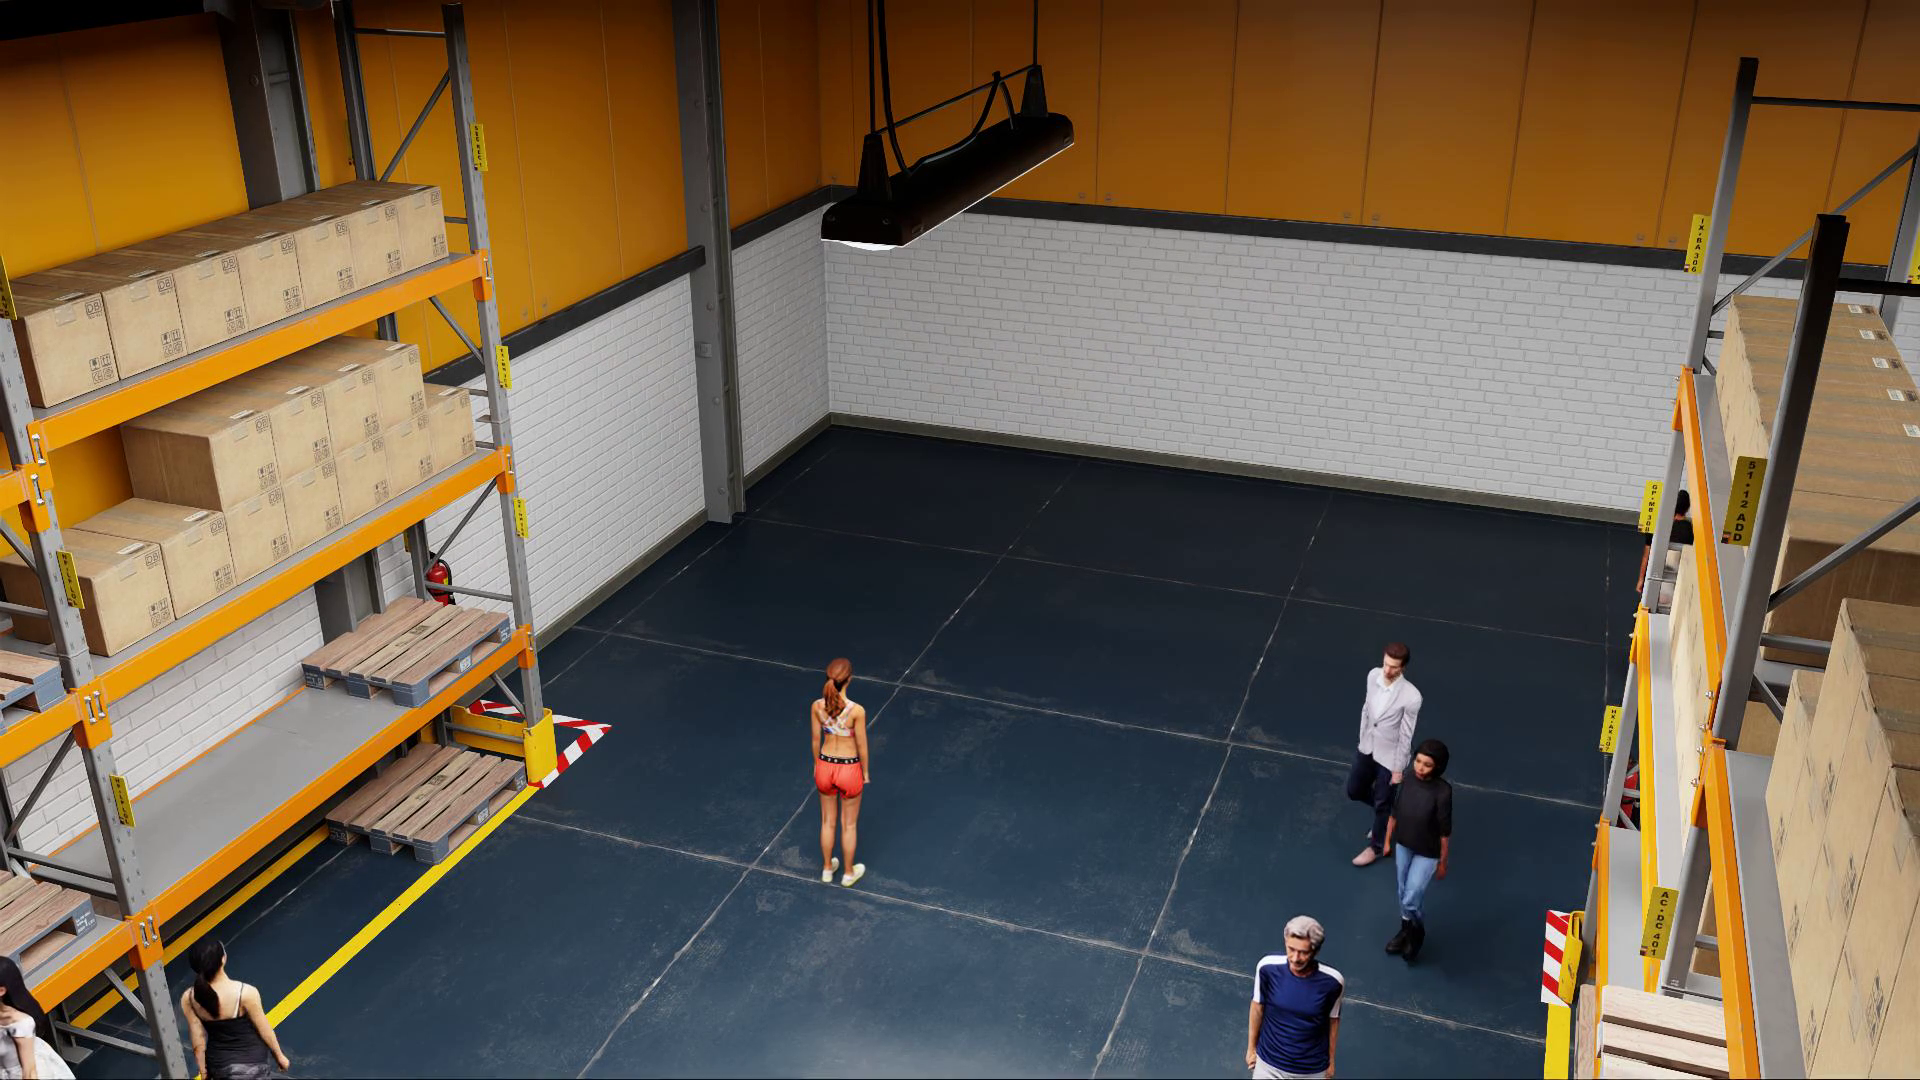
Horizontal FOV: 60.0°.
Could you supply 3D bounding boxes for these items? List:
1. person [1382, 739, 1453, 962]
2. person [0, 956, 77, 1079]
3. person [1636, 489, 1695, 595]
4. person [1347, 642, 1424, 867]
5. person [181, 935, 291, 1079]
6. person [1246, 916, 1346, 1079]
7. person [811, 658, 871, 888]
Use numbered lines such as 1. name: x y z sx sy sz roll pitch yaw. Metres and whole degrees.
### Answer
1. person: 3.122 2.048 11.124 0.762 1.690 0.720 -17 29 -34
2. person: -4.968 2.963 8.933 0.807 1.769 0.779 -17 29 -34
3. person: 6.283 0.422 14.810 0.883 1.717 1.206 18 29 35
4. person: 3.165 1.539 12.115 0.931 1.830 0.871 -13 27 -27
5. person: -3.949 2.961 9.039 0.807 1.688 1.194 1 24 3
6. person: 1.831 2.827 9.159 0.641 1.837 0.544 7 25 15
7. person: -0.864 1.671 11.867 0.582 1.786 0.561 6 24 14
